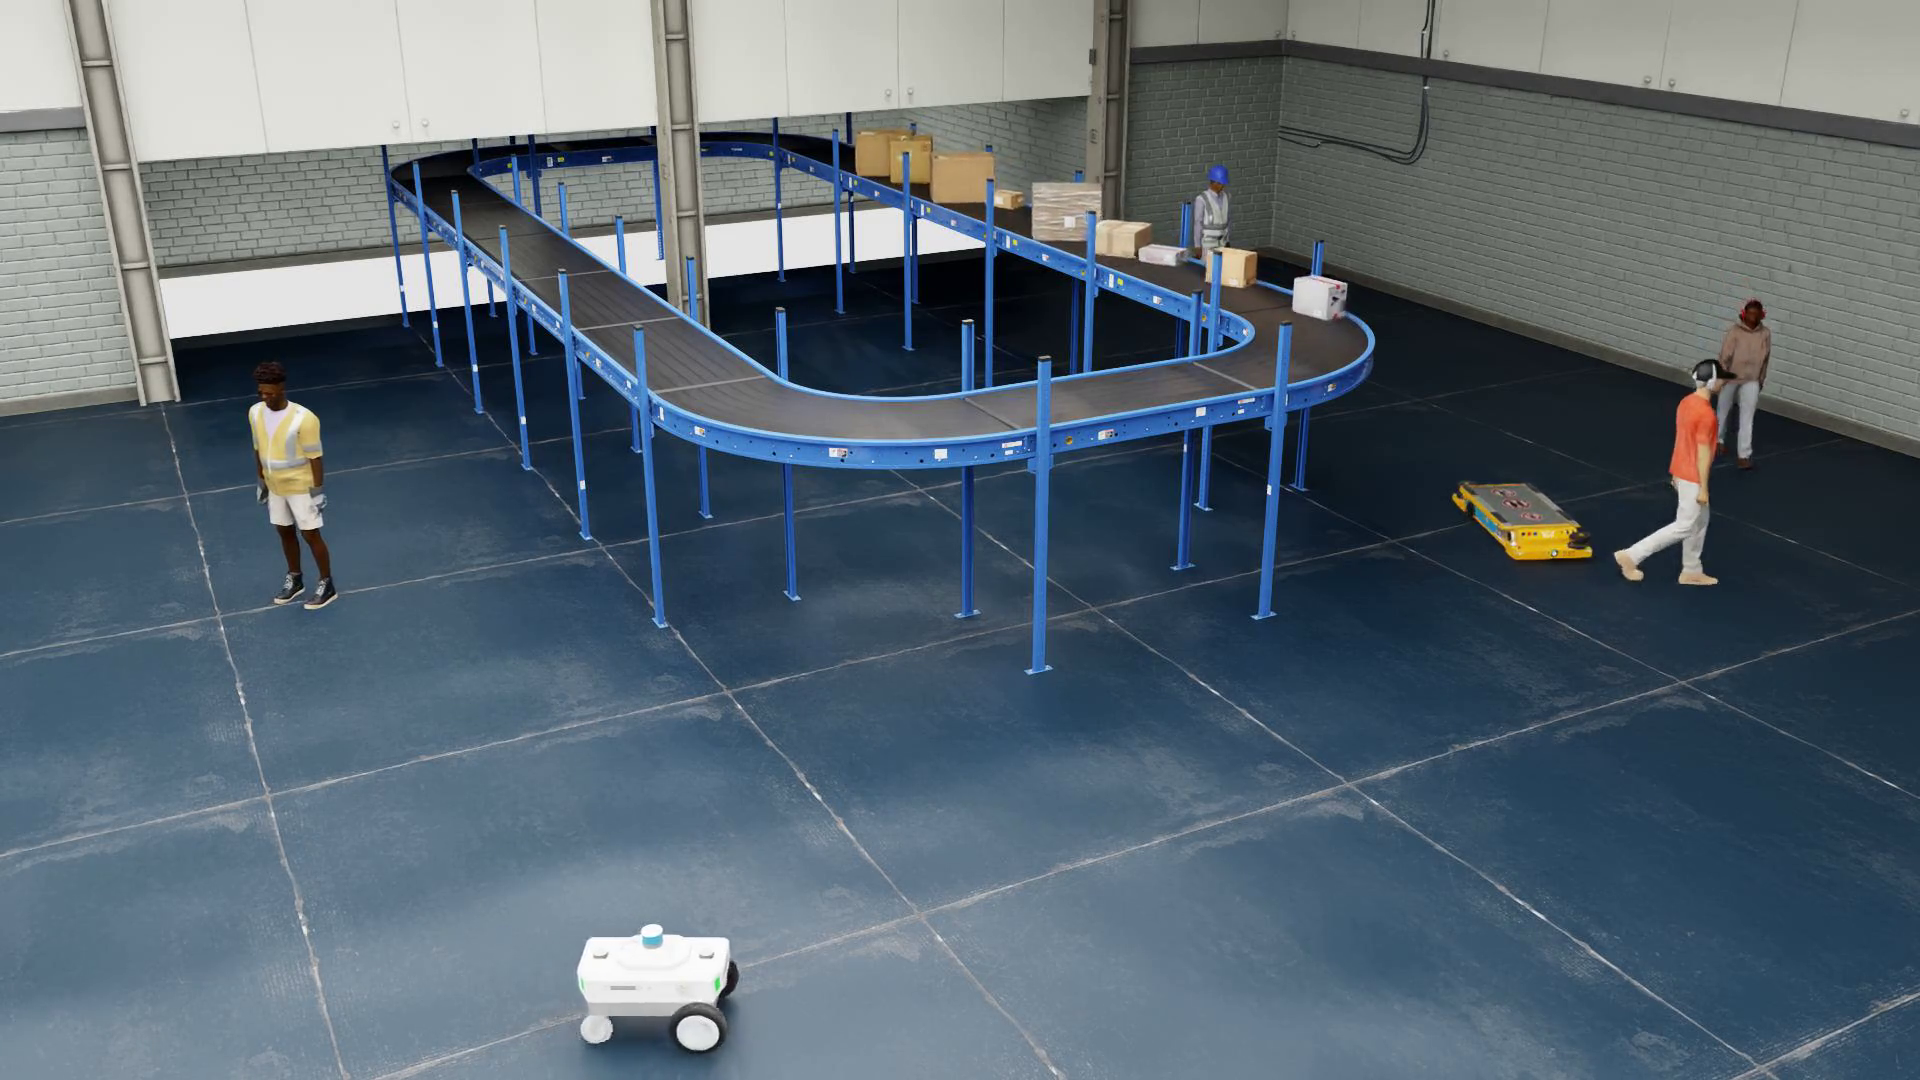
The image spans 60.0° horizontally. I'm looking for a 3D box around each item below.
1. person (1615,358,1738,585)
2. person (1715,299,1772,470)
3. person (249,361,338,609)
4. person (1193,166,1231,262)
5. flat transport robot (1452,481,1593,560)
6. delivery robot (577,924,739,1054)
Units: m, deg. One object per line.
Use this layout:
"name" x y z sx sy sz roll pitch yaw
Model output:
"person" 5.632 -0.499 12.960 0.839 1.891 0.485 2 22 5
"person" 7.406 -1.492 15.774 0.488 1.599 0.879 4 22 9
"person" -5.097 -0.421 12.674 0.606 1.958 0.367 9 24 21
"person" 3.171 -3.737 20.902 0.613 1.933 0.415 -16 27 -35
"flat transport robot" 4.822 -0.180 14.321 0.659 0.231 1.431 -2 22 -5
"delivery robot" -1.473 2.167 8.150 0.807 0.603 0.499 0 22 0
